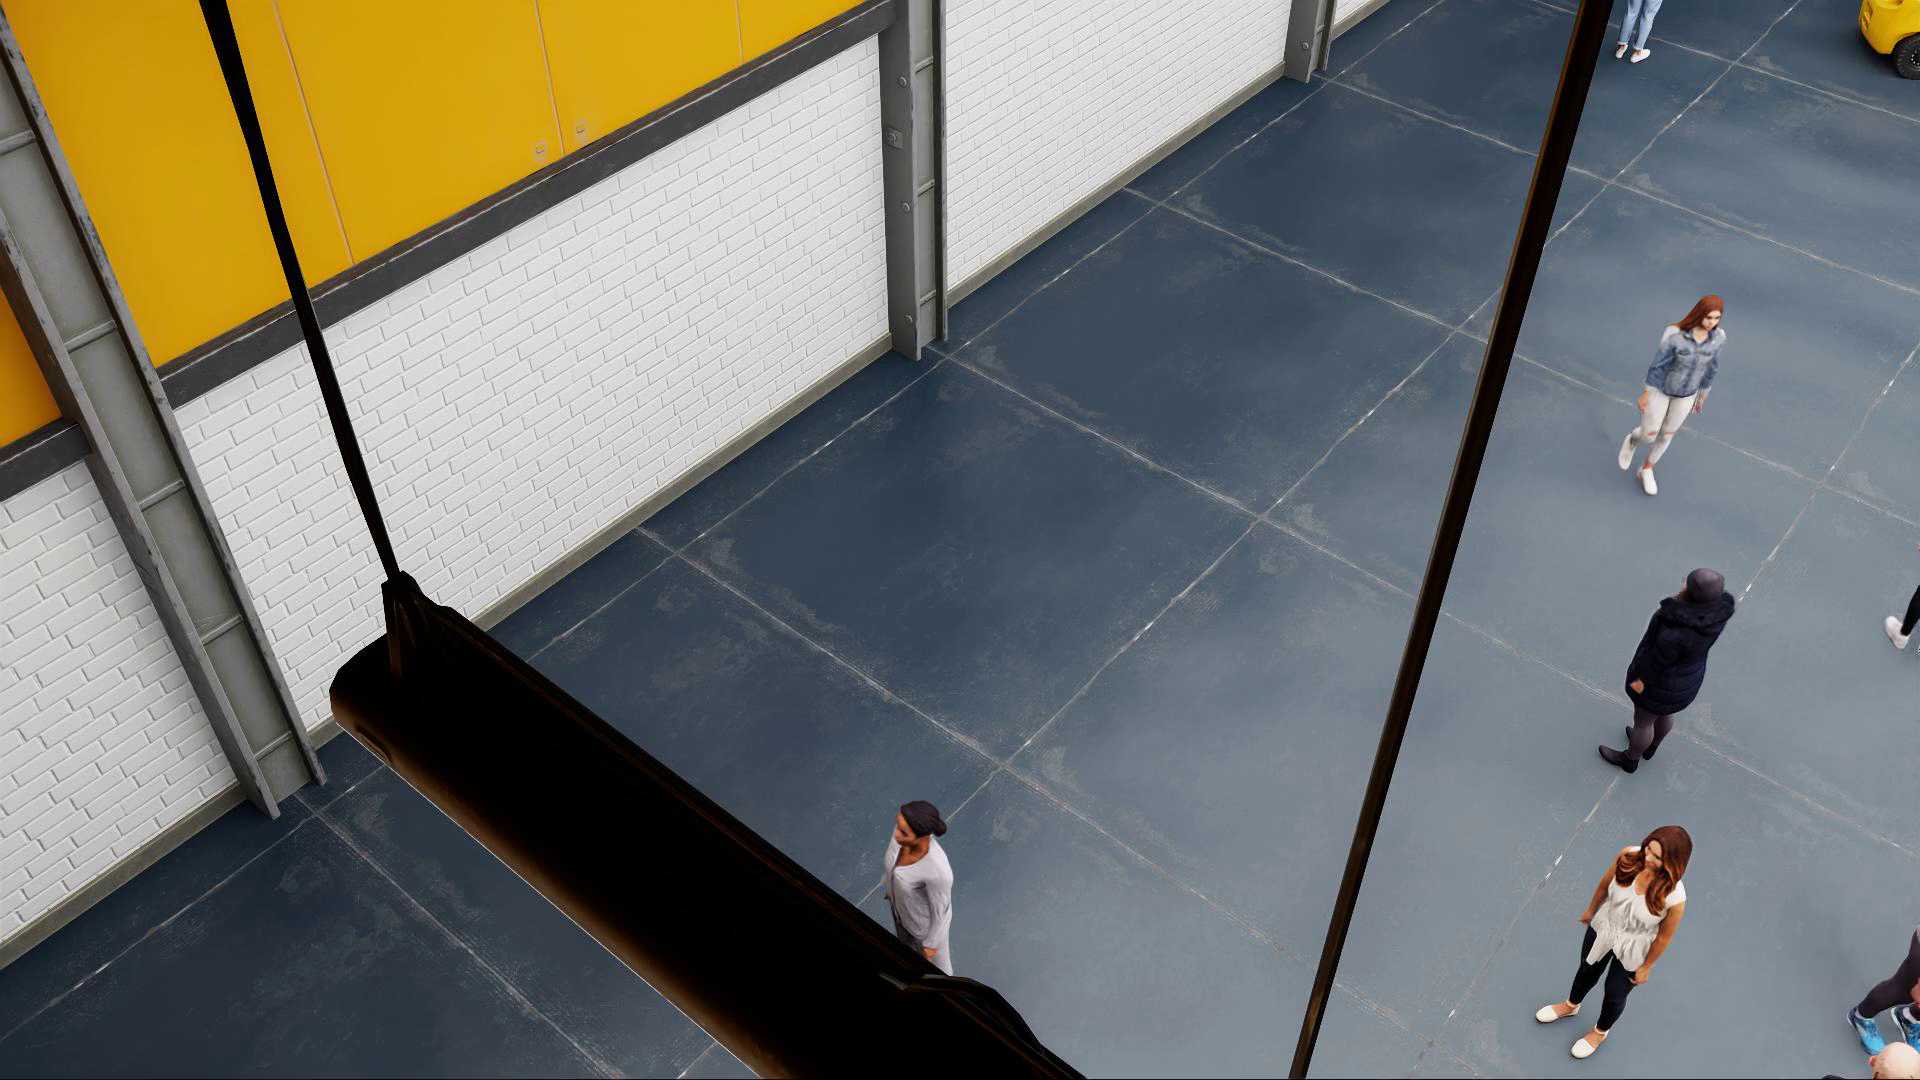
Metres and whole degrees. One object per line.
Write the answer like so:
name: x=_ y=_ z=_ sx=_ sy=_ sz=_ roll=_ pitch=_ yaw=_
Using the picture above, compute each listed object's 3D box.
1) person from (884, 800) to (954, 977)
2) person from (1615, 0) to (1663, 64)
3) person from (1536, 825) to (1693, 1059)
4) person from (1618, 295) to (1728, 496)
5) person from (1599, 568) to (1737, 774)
person: x=-0.208 y=1.920 z=8.701 sx=0.651 sy=1.736 sz=0.698 roll=-23 pitch=48 yaw=-23
person: x=6.917 y=-5.644 z=16.650 sx=0.616 sy=1.723 sz=0.513 roll=30 pitch=51 yaw=27
person: x=3.407 y=2.045 z=8.534 sx=0.647 sy=1.785 sz=0.667 roll=-21 pitch=47 yaw=-20
person: x=5.075 y=-1.109 z=11.914 sx=0.796 sy=1.690 sz=0.856 roll=3 pitch=44 yaw=3
person: x=4.245 y=0.779 z=9.944 sx=0.681 sy=1.674 sz=0.800 roll=-26 pitch=49 yaw=-24
